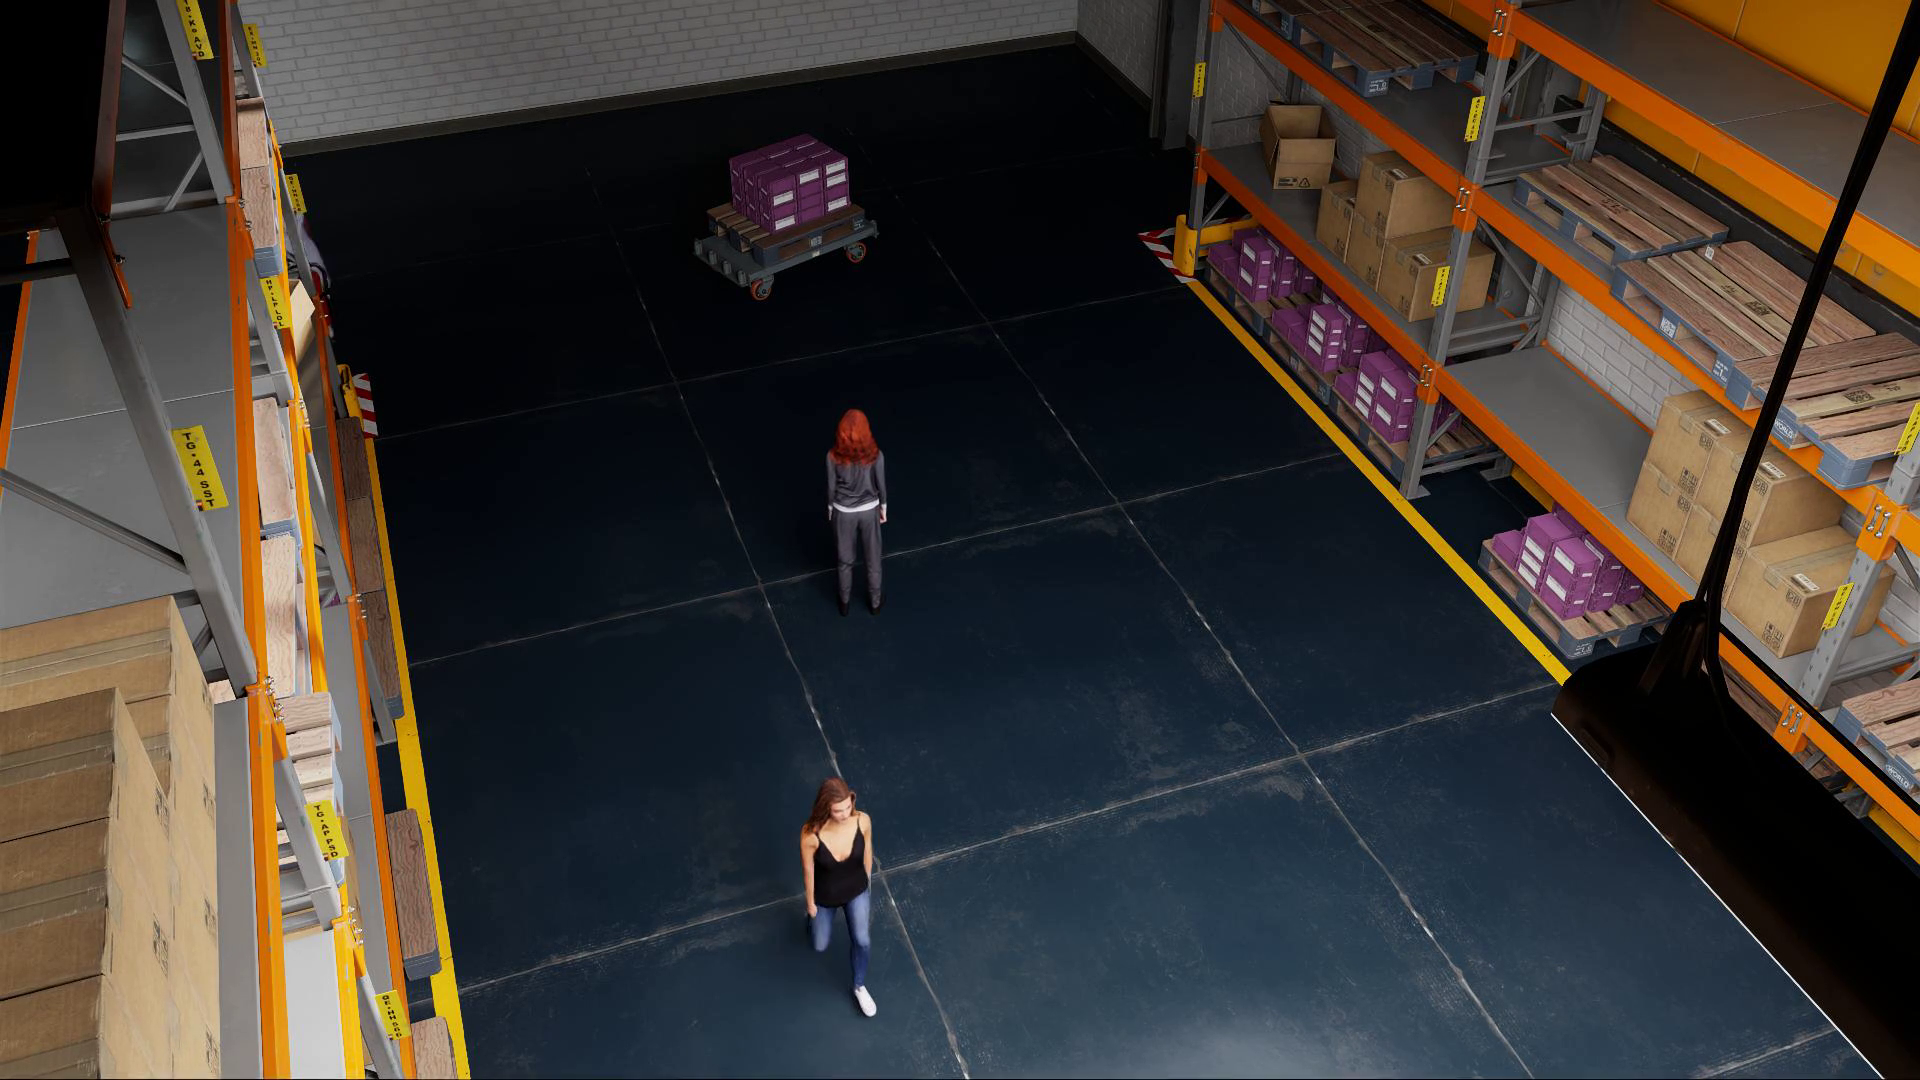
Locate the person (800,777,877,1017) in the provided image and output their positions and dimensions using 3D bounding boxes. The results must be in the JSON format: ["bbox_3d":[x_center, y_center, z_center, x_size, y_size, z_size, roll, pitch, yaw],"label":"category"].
[{"bbox_3d":[-0.717,1.932,9.376,0.574,1.703,0.931,-15,41,-17],"label":"person"}]

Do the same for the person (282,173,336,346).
[{"bbox_3d":[-6.025,-2.573,14.964,0.893,1.770,0.823,18,42,22],"label":"person"}]

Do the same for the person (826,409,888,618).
[{"bbox_3d":[-0.742,-0.187,11.969,0.623,1.779,0.579,-3,39,-3],"label":"person"}]
